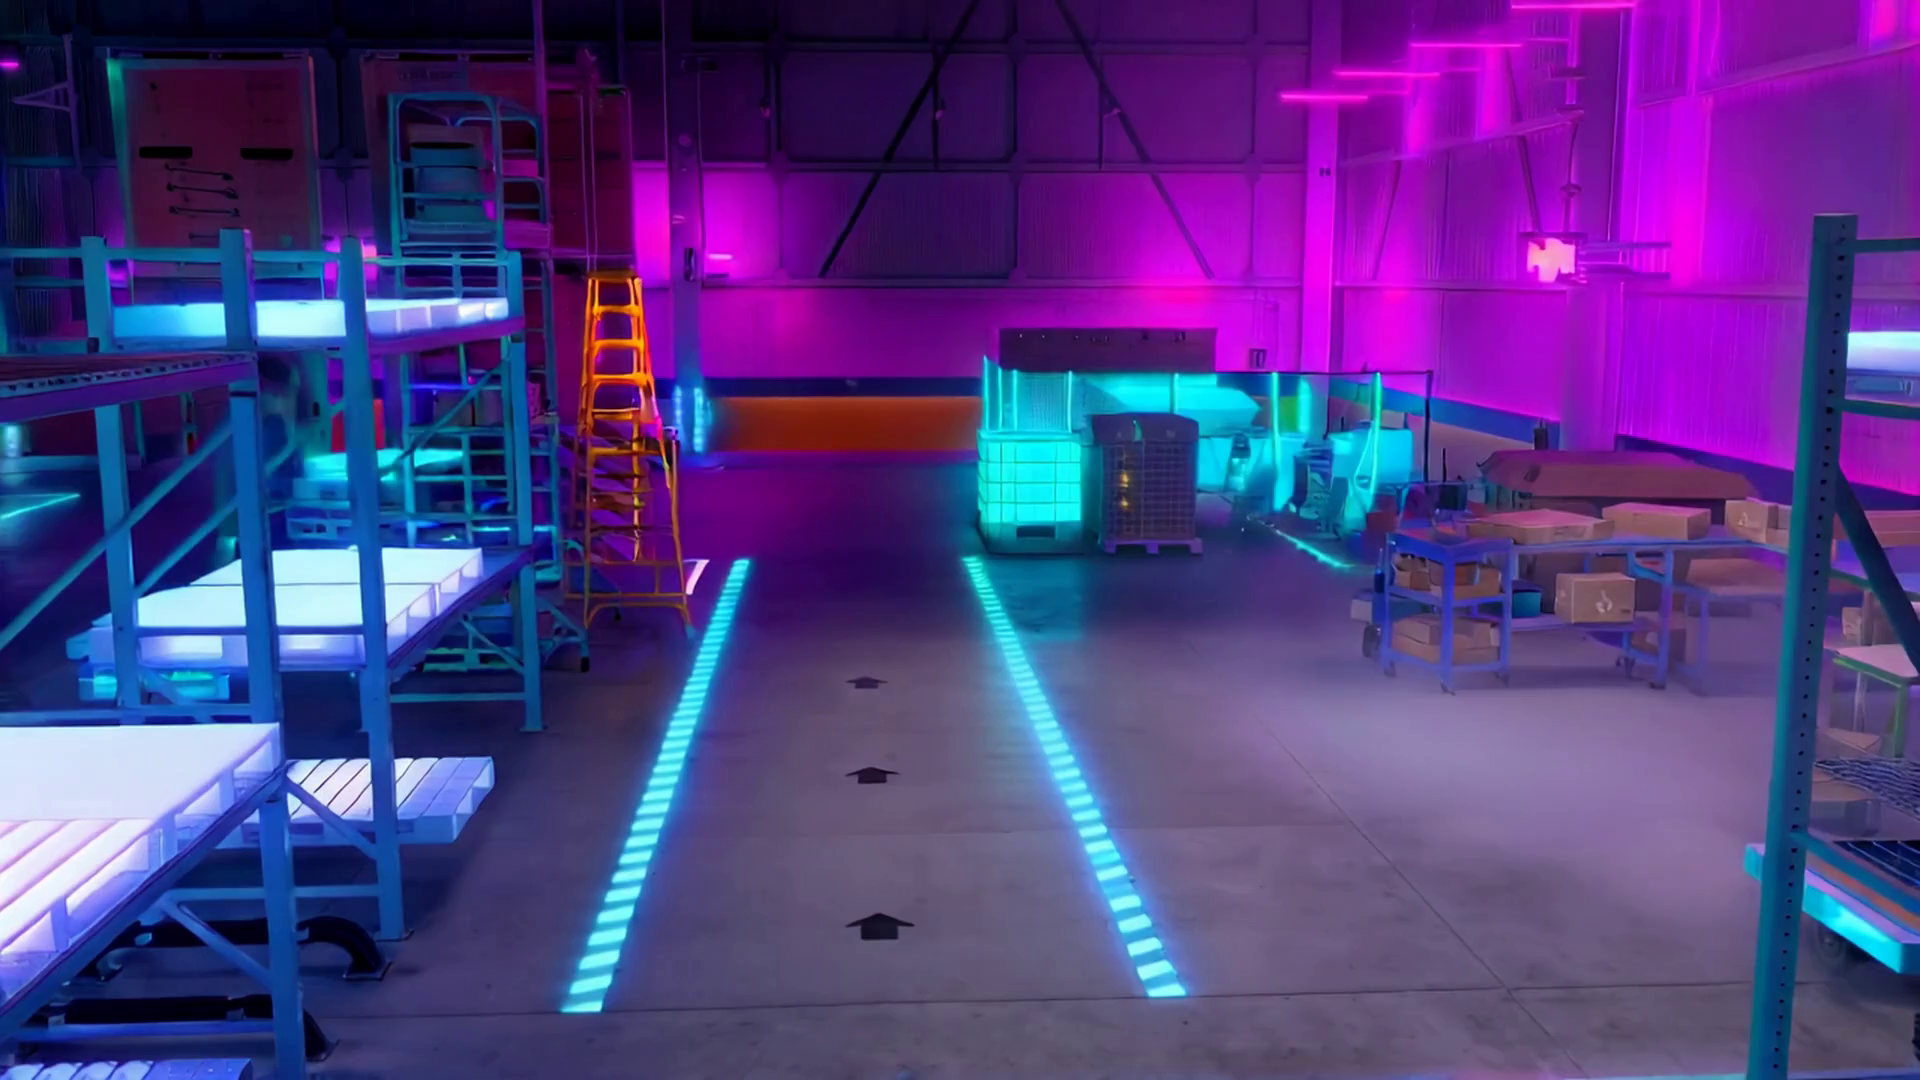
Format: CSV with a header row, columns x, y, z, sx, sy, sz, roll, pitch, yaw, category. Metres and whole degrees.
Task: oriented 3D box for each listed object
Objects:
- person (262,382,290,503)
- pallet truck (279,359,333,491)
x,y,z,sx,sy,sz,roll,pitch,yaw,category
-6.299,-0.513,15.394,0.855,1.916,0.635,-4,10,-25,person
-7.062,-1.131,18.996,1.885,1.965,0.823,2,9,13,pallet truck
